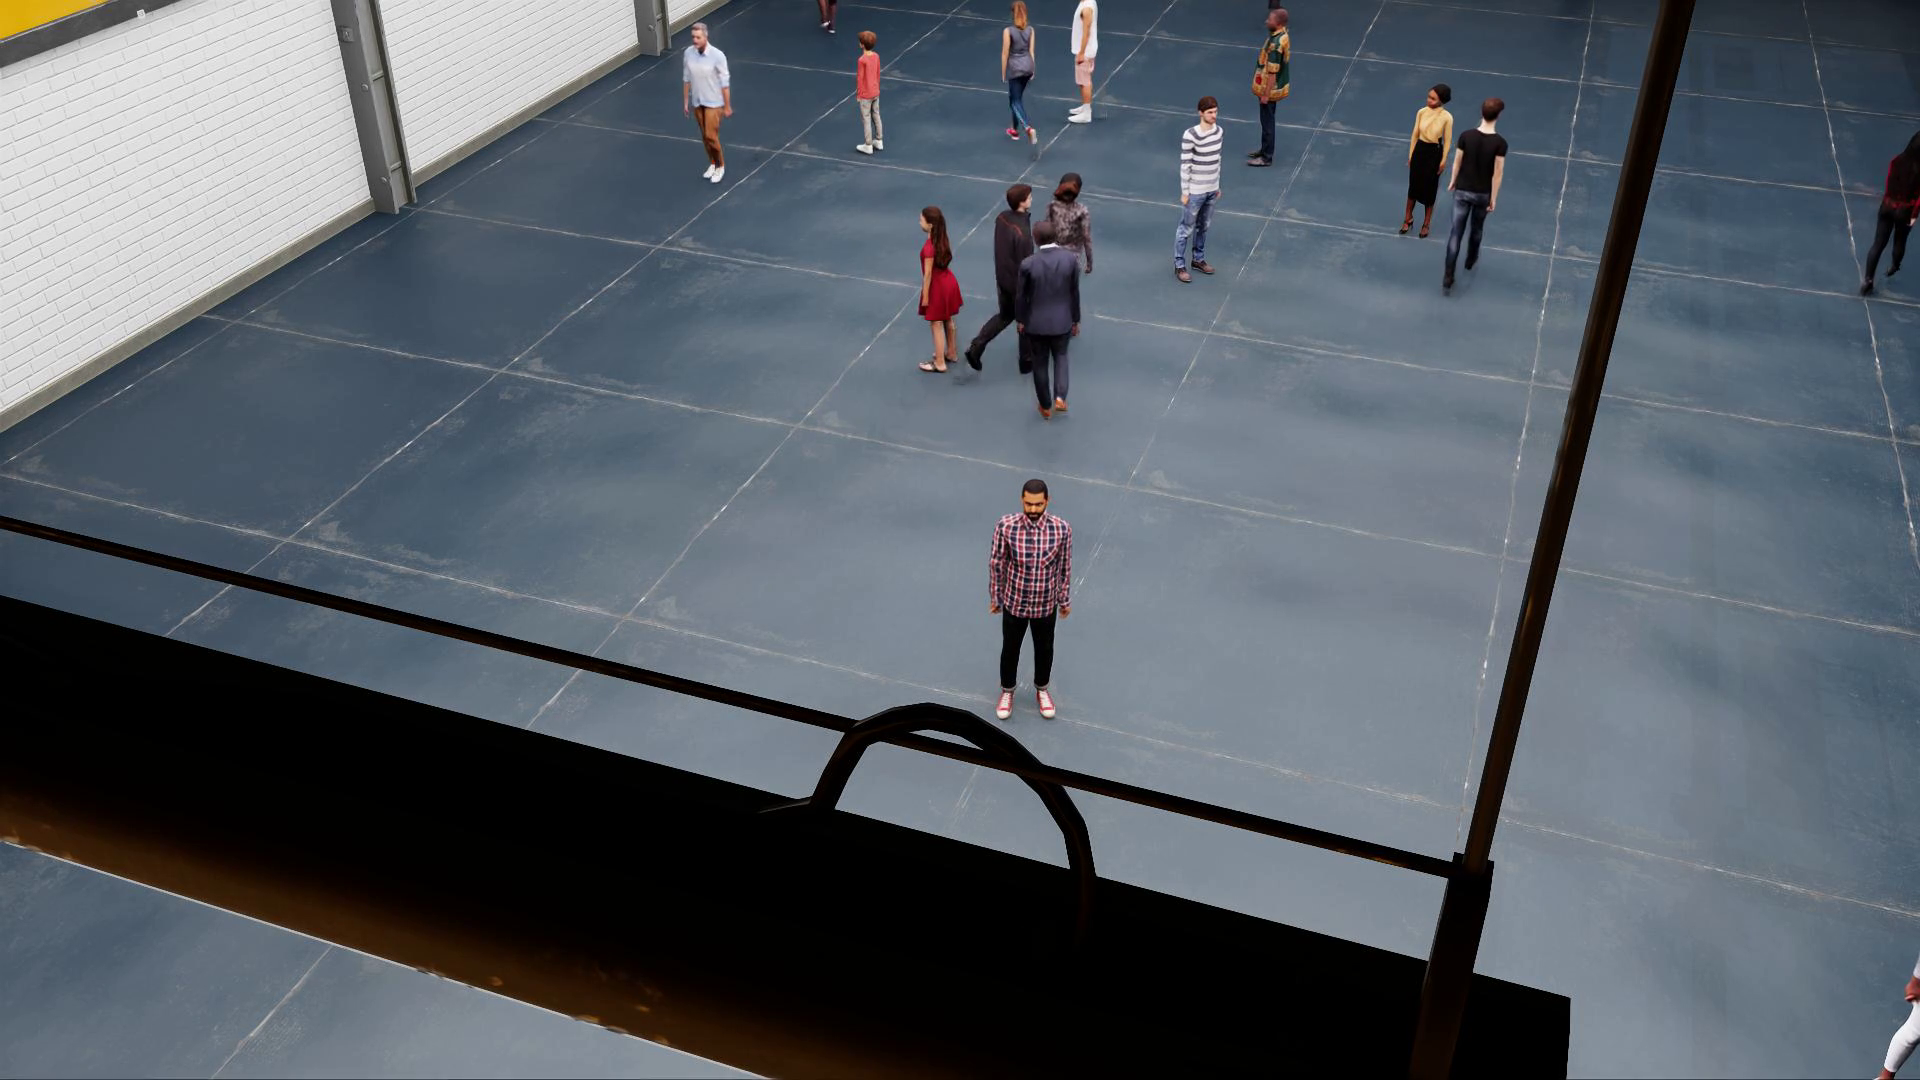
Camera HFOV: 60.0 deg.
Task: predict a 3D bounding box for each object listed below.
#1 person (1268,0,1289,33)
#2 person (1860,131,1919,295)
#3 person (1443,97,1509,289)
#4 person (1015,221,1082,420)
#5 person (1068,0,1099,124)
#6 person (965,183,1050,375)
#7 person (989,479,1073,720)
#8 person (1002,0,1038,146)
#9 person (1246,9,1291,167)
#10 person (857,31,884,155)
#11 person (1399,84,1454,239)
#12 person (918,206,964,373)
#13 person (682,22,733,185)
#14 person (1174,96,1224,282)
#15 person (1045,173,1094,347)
[{"bbox_3d":[4.566,-8.147,23.627,0.752,1.788,0.562,3,34,5],"label":"person"},{"bbox_3d":[9.150,-3.185,16.311,1.074,1.623,0.866,-28,43,-35],"label":"person"},{"bbox_3d":[5.024,-3.379,16.394,0.667,1.854,1.197,13,36,18],"label":"person"},{"bbox_3d":[0.751,-1.796,14.062,0.817,1.799,0.803,0,34,0],"label":"person"},{"bbox_3d":[1.546,-6.049,20.473,0.746,1.785,0.563,5,34,7],"label":"person"},{"bbox_3d":[0.411,-2.275,14.762,1.163,1.821,1.075,-17,37,-24],"label":"person"},{"bbox_3d":[0.457,0.372,10.836,0.774,1.760,0.737,-1,34,-1],"label":"person"},{"bbox_3d":[0.731,-5.481,19.698,1.052,1.696,1.098,-14,36,-20],"label":"person"},{"bbox_3d":[3.595,-5.244,19.242,0.802,1.808,0.655,5,34,8],"label":"person"},{"bbox_3d":[-1.065,-5.306,19.691,0.624,1.414,0.504,23,40,31],"label":"person"},{"bbox_3d":[4.925,-3.993,17.499,0.631,1.654,0.634,23,40,30],"label":"person"},{"bbox_3d":[-0.186,-2.281,15.020,0.613,1.546,0.550,14,36,20],"label":"person"},{"bbox_3d":[-2.819,-5.002,18.880,0.720,1.805,0.689,16,37,23],"label":"person"},{"bbox_3d":[2.394,-3.531,16.622,0.677,1.854,0.782,-21,39,-28],"label":"person"},{"bbox_3d":[0.935,-2.506,15.221,0.607,1.698,0.779,13,36,18],"label":"person"}]
